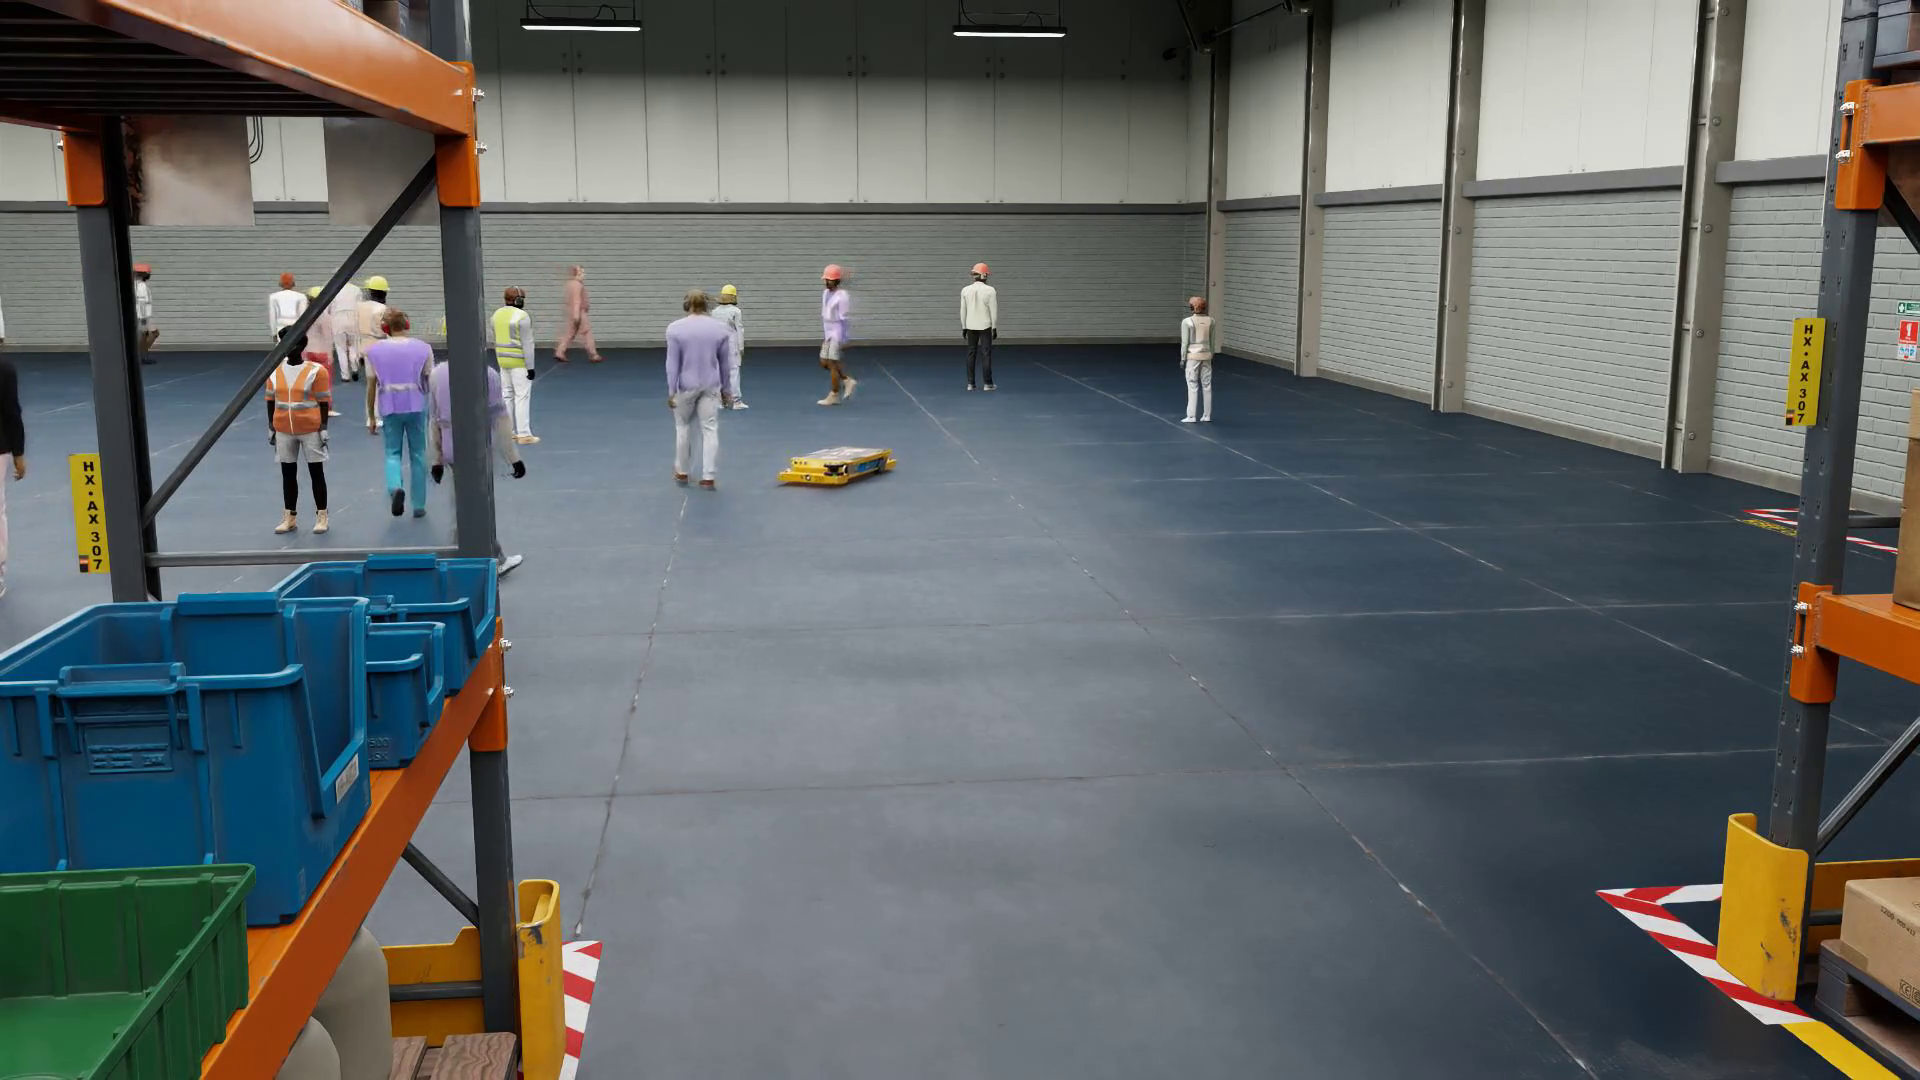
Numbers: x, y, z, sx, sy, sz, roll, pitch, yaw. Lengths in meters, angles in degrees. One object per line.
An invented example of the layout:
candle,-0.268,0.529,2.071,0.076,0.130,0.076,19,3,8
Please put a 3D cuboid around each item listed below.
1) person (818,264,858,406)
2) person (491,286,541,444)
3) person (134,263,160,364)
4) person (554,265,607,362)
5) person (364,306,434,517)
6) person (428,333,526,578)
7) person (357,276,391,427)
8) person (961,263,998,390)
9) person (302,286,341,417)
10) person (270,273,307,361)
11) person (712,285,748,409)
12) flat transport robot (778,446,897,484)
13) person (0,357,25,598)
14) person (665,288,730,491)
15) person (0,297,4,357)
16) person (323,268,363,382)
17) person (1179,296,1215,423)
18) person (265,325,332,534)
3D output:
person,-1.748,-2.907,23.667,0.585,2.020,0.653,-6,12,-30
person,-5.172,-2.038,19.422,0.625,1.836,0.428,8,13,37
person,-15.347,-4.253,31.333,0.419,1.922,0.553,-8,13,-37
person,-7.355,-4.331,31.909,0.969,1.867,0.656,-4,11,-22
person,-4.724,-1.067,14.136,0.594,1.820,0.540,-3,11,-17
person,-3.262,-0.601,11.399,0.594,1.890,0.919,6,12,31
person,-7.318,-2.398,21.202,0.609,1.897,0.791,8,13,37
person,0.314,-3.345,26.153,0.609,1.988,0.392,5,11,25
person,-8.559,-2.491,22.110,0.539,1.750,0.480,5,12,27
person,-10.709,-3.335,26.555,0.580,1.834,0.989,-3,11,-14
person,-3.226,-2.702,23.319,0.484,1.738,0.305,5,11,24
flat transport robot,-1.209,-0.765,16.721,0.652,0.197,1.431,4,11,21
person,-6.609,-0.604,11.173,0.621,1.979,0.621,-3,11,-17
person,-2.547,-1.459,16.026,0.660,1.900,0.917,-5,11,-24
person,-14.552,-3.041,24.794,0.390,1.879,0.593,5,11,25
person,-10.255,-3.567,27.625,0.684,1.889,0.481,-7,13,-34
person,3.072,-2.325,21.516,0.515,1.641,0.314,-5,11,-25
person,-5.369,-0.892,13.507,0.532,1.696,0.319,0,10,0
